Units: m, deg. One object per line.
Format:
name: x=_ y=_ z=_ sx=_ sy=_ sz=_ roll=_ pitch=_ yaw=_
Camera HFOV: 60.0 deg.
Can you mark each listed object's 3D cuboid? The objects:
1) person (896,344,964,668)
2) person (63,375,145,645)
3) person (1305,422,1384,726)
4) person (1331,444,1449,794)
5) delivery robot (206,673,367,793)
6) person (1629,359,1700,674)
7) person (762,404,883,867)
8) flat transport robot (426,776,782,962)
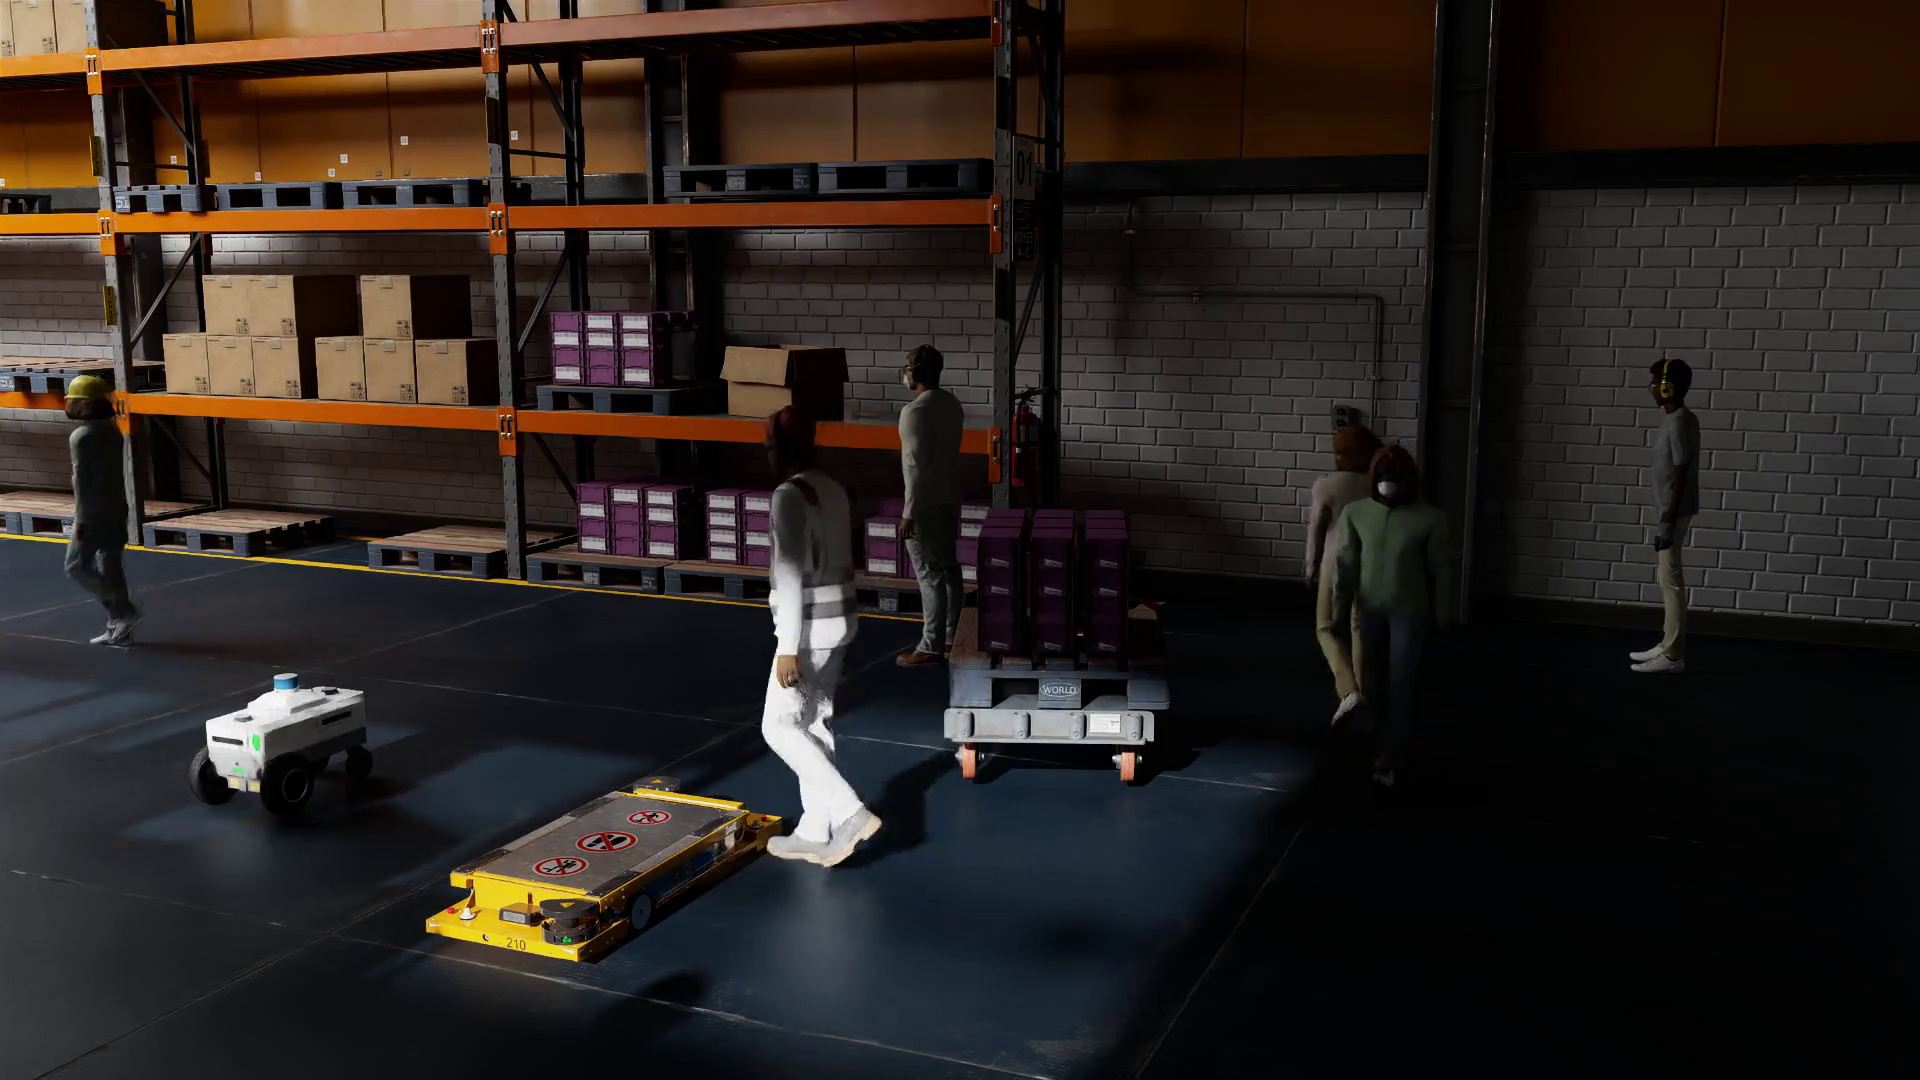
person: x=-0.183 y=-0.198 z=9.962 sx=0.376 sy=1.940 sz=0.629 roll=4 pitch=10 yaw=24
person: x=-5.389 y=-0.168 z=10.412 sx=0.383 sy=1.727 sz=0.499 roll=1 pitch=9 yaw=3
person: x=2.087 y=0.173 z=8.750 sx=0.500 sy=1.605 sz=0.686 roll=-1 pitch=10 yaw=-9
person: x=1.959 y=0.358 z=7.683 sx=0.506 sy=1.583 sz=0.859 roll=6 pitch=11 yaw=31
delivery robot: x=-3.044 y=0.849 z=7.548 sx=0.477 sy=0.478 sz=0.707 roll=4 pitch=10 yaw=23
person: x=4.180 y=-0.136 z=9.820 sx=0.332 sy=1.864 sz=0.514 roll=4 pitch=10 yaw=24
person: x=-0.582 y=0.391 z=6.689 sx=0.541 sy=1.855 sz=0.644 roll=4 pitch=10 yaw=20
flat transport robot: x=-1.319 y=1.227 z=6.414 sx=0.652 sy=0.197 sz=1.431 roll=4 pitch=10 yaw=23
